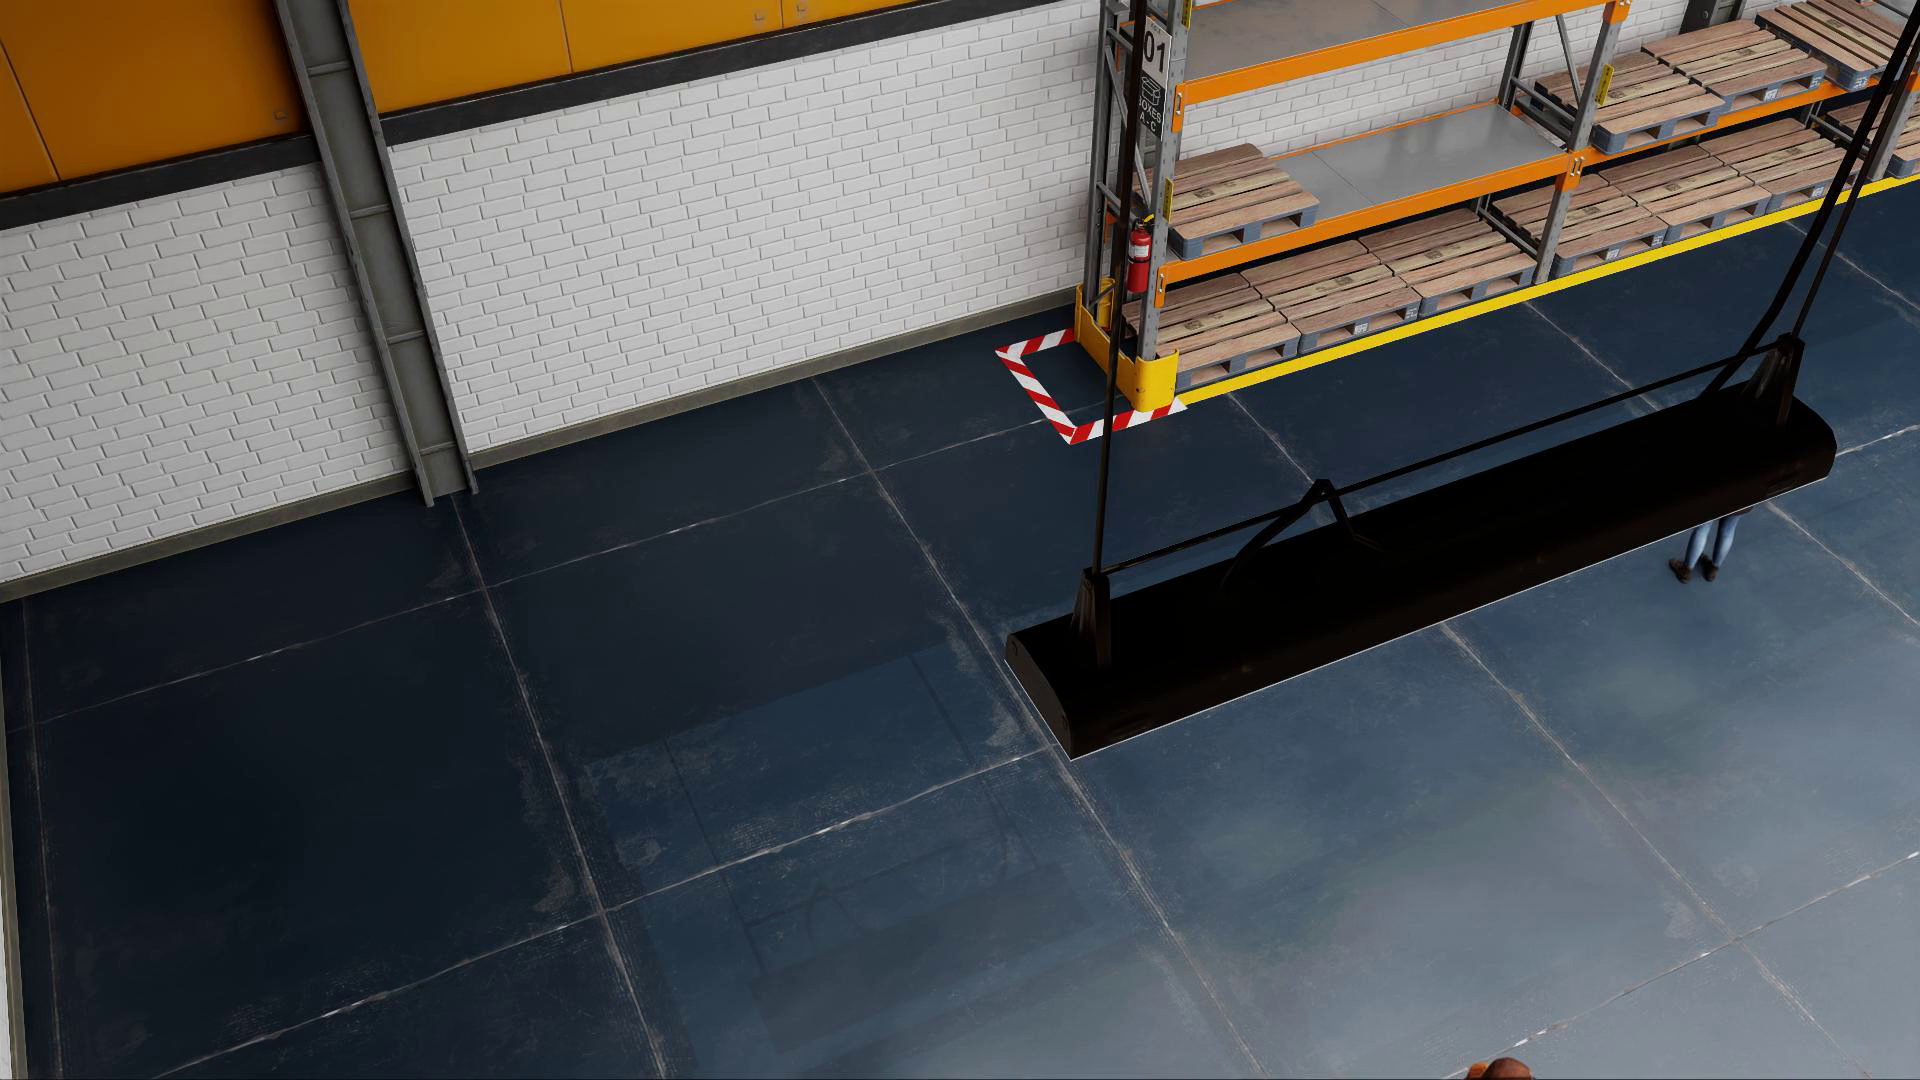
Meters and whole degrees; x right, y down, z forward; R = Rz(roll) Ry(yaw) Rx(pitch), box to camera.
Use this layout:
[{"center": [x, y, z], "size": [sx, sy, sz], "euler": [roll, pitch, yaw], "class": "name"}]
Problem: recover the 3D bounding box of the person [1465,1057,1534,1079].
[{"center": [2.387, 2.939, 7.907], "size": [0.728, 1.722, 0.705], "euler": [4, 44, 4], "class": "person"}]
